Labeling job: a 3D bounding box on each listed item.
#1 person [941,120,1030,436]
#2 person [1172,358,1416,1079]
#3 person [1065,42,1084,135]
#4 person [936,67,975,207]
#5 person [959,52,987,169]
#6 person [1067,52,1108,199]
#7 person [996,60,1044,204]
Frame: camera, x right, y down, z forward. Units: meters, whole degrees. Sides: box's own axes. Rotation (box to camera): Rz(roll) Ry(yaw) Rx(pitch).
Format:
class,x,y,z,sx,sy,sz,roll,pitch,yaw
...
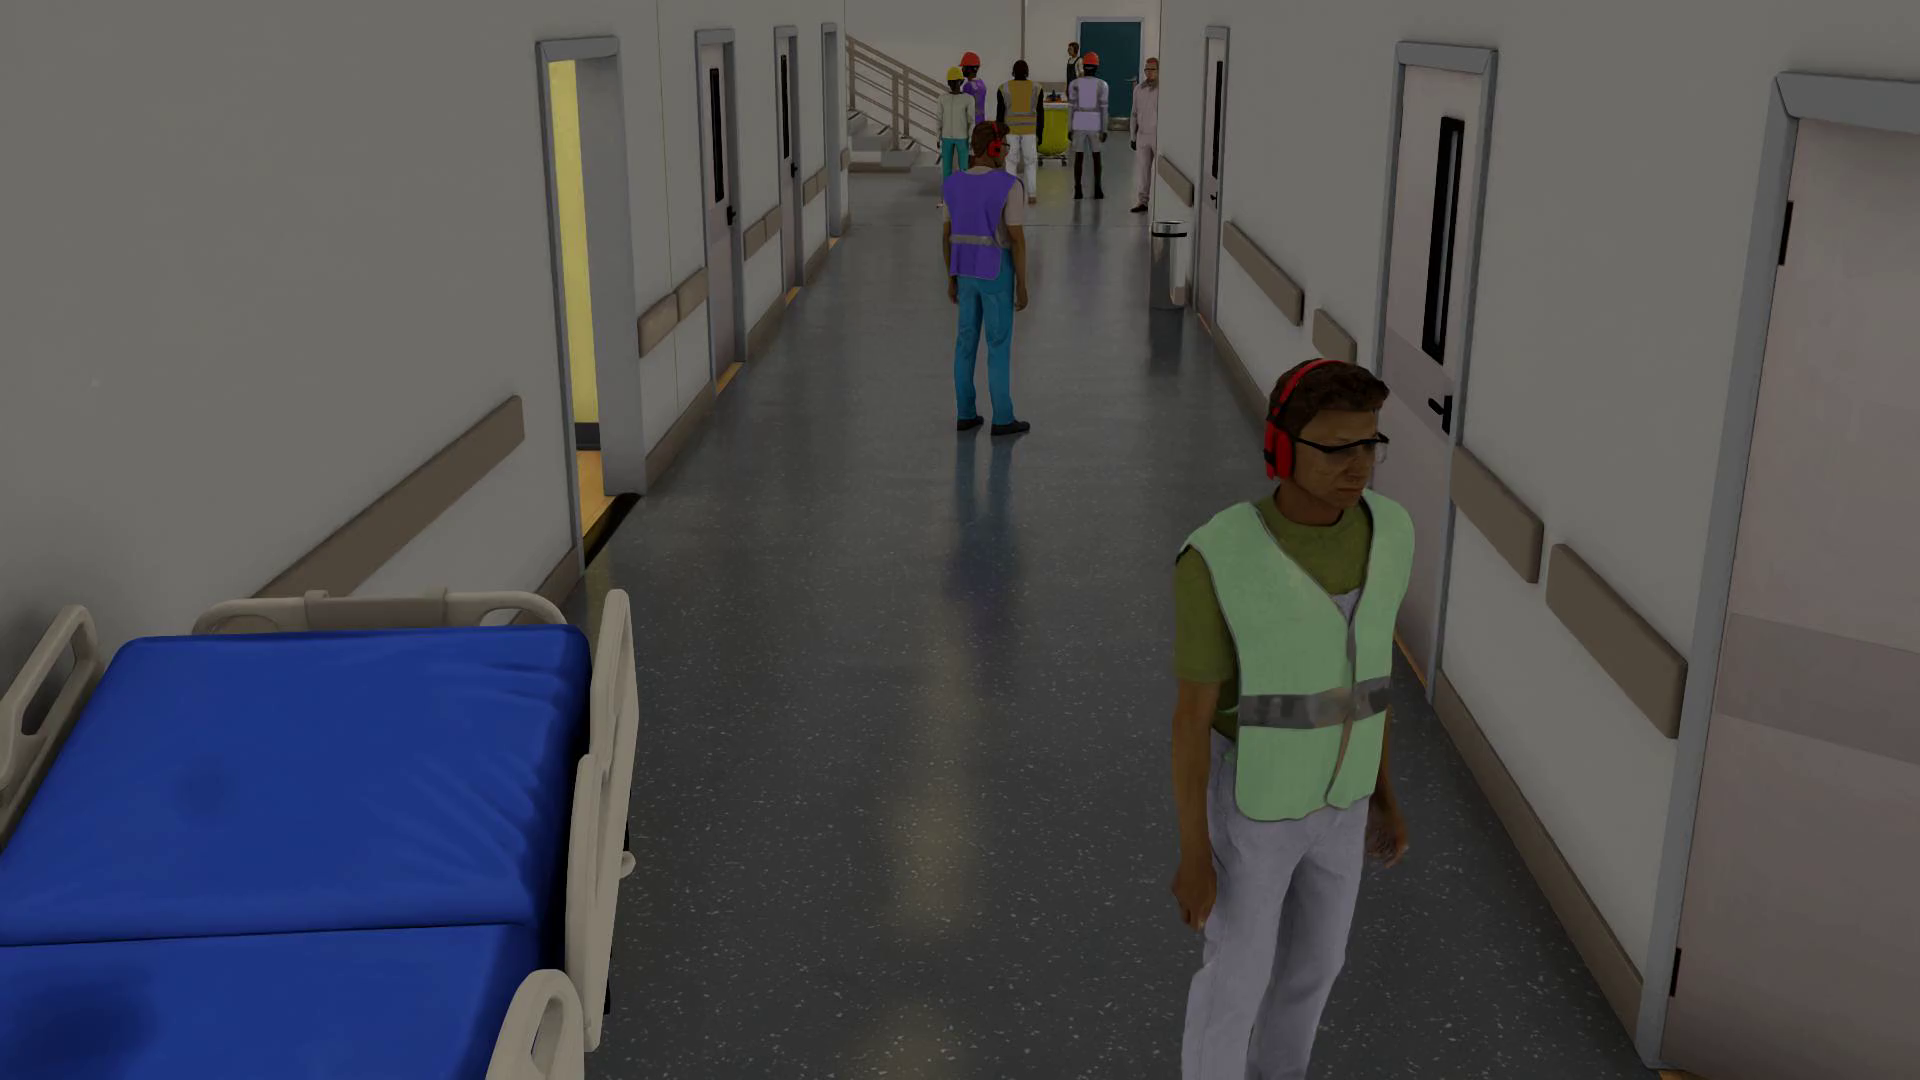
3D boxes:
class,x,y,z,sx,sy,sz,roll,pitch,yaw
person,0.140,-1.535,9.849,0.563,1.839,0.392,12,21,34
person,0.650,0.540,3.343,0.571,1.850,0.392,-11,21,-32
person,2.319,-9.197,33.911,0.329,1.844,0.518,-10,20,-29
person,-0.063,-5.148,21.321,0.522,1.769,0.312,6,19,17
person,0.141,-5.365,21.720,0.354,1.939,0.544,6,19,18
person,1.712,-5.559,22.351,0.546,1.926,0.391,2,18,7
person,0.783,-5.330,21.771,0.634,1.841,0.429,-1,18,-3
